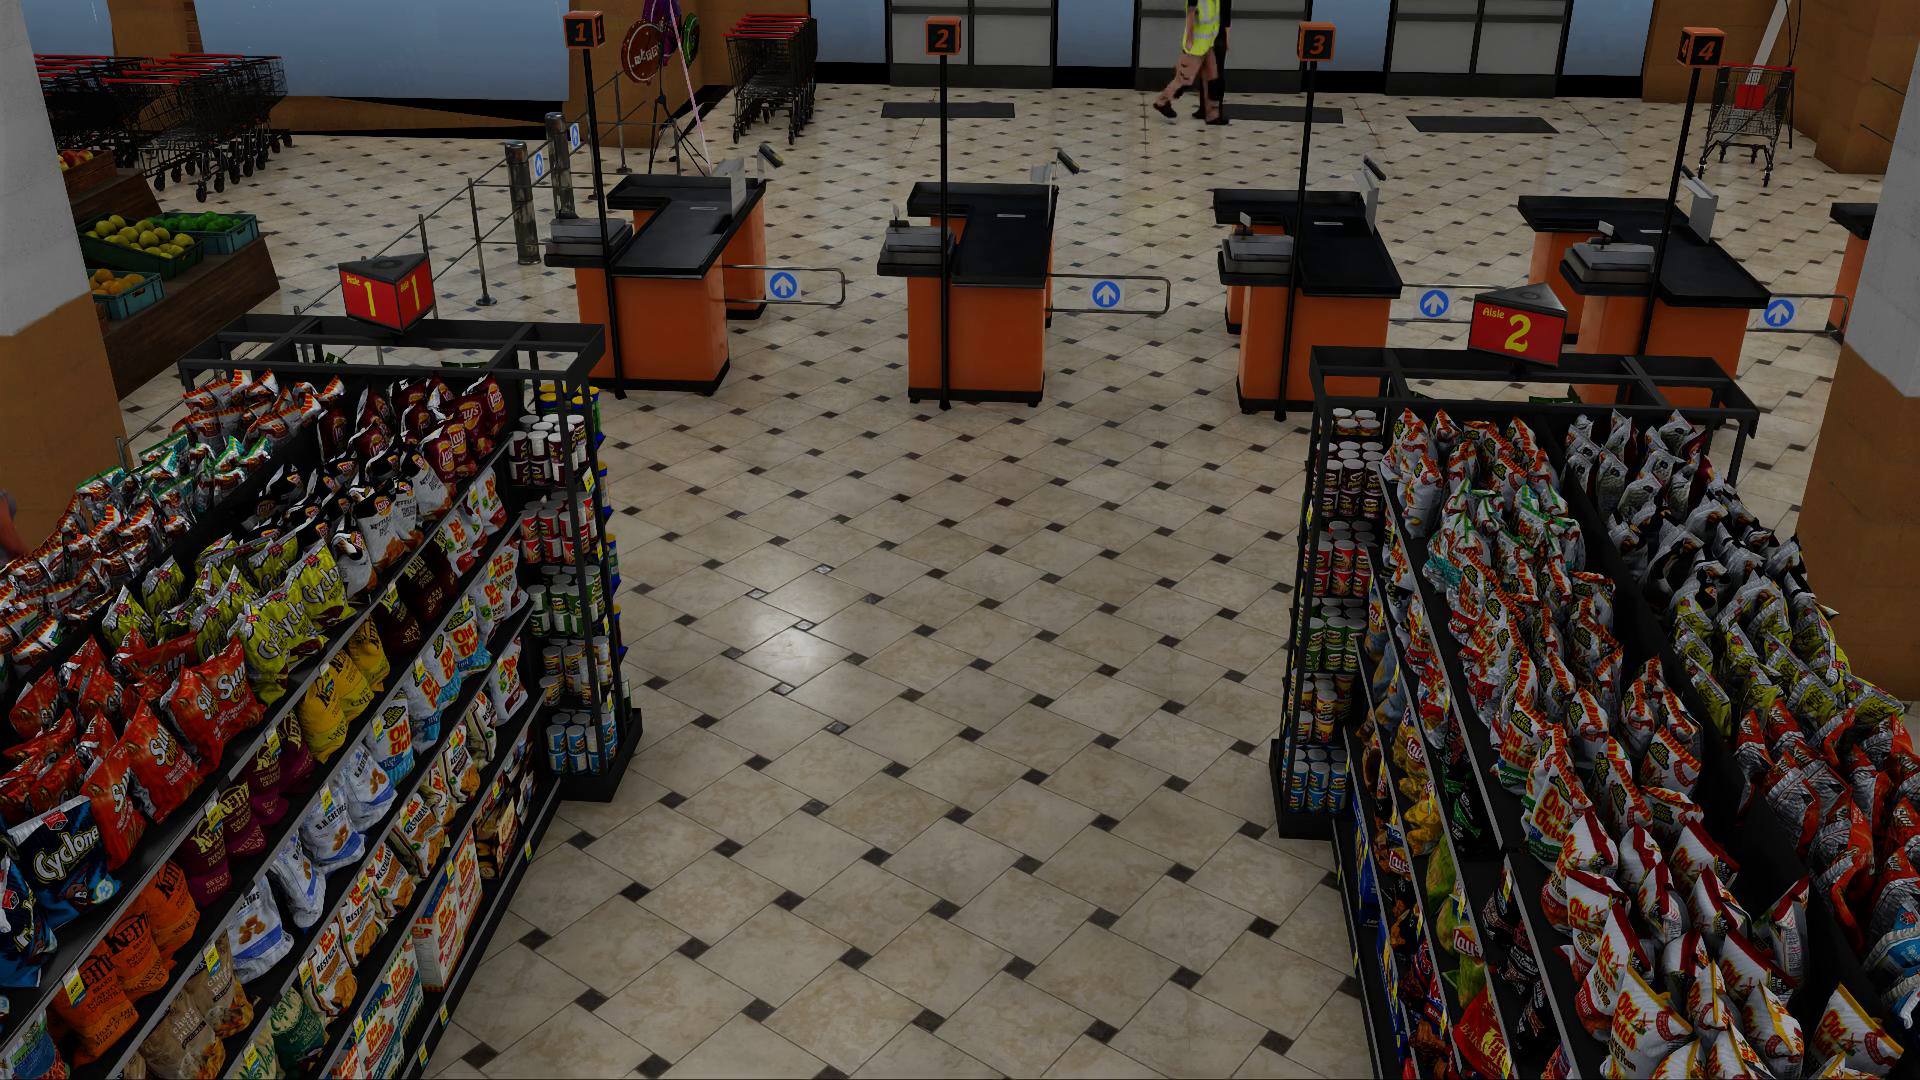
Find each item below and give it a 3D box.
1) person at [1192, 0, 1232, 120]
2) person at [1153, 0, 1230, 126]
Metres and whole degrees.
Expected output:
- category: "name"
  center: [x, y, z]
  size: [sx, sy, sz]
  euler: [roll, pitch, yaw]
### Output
- category: "person"
  center: [2.833, -5.579, 18.662]
  size: [0.652, 1.641, 0.629]
  euler: [-8, 28, -15]
- category: "person"
  center: [2.562, -5.440, 18.214]
  size: [1.167, 1.798, 1.189]
  euler: [19, 33, 33]
